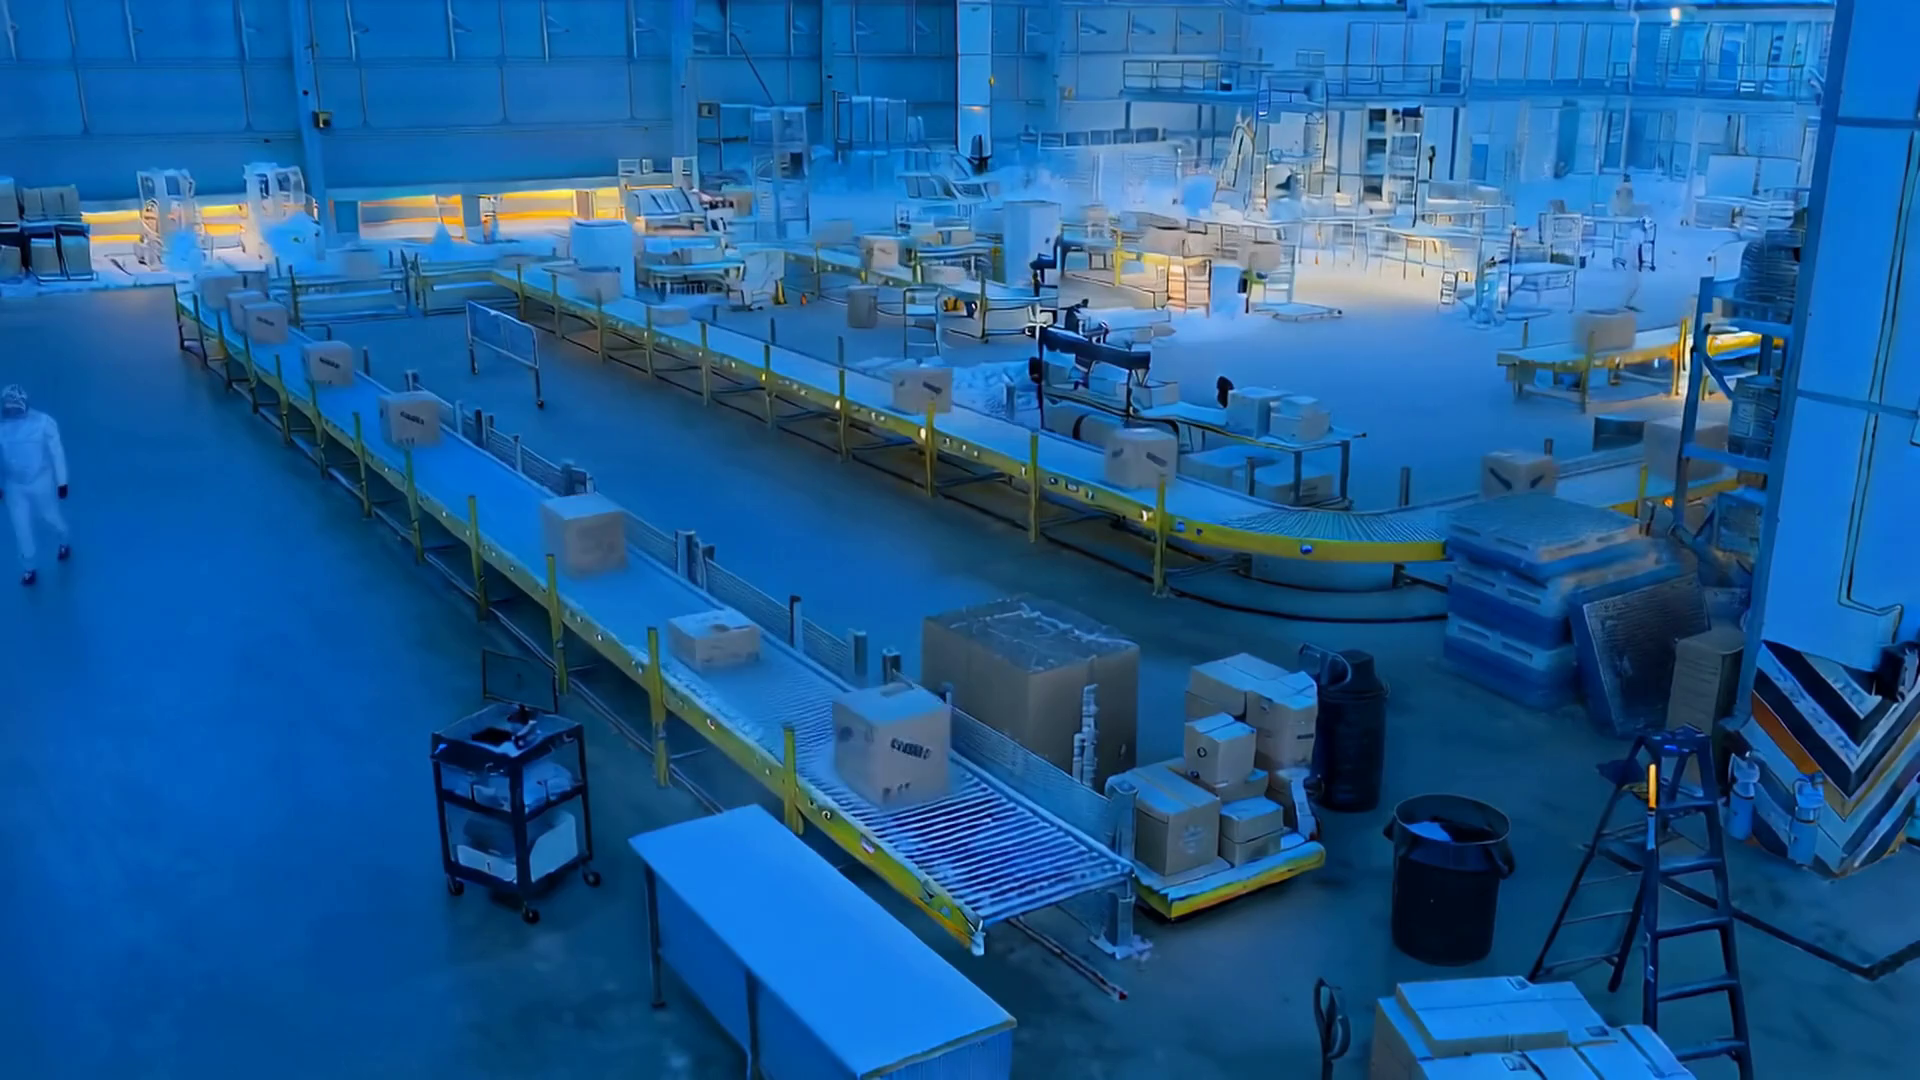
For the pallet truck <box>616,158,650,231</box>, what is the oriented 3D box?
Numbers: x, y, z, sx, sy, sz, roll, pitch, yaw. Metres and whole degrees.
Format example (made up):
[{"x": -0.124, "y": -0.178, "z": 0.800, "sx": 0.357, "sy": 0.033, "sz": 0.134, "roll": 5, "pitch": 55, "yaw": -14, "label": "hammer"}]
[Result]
[{"x": -8.918, "y": -9.176, "z": 44.255, "sx": 0.823, "sy": 1.965, "sz": 1.885, "roll": -9, "pitch": 19, "yaw": -27, "label": "pallet truck"}]

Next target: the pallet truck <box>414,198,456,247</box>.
[{"x": -13.250, "y": -8.060, "z": 41.856, "sx": 0.680, "sy": 1.201, "sz": 1.601, "roll": -10, "pitch": 20, "yaw": -31, "label": "pallet truck"}]

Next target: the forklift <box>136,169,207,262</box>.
[{"x": -17.842, "y": -7.318, "z": 37.559, "sx": 1.157, "sy": 1.987, "sz": 2.680, "roll": -10, "pitch": 20, "yaw": -31, "label": "forklift"}]

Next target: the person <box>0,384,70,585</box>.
[{"x": -8.854, "y": -0.582, "z": 15.860, "sx": 0.650, "sy": 1.883, "sz": 0.822, "roll": -4, "pitch": 17, "yaw": -12, "label": "person"}]

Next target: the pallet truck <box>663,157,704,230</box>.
[{"x": -7.586, "y": -9.308, "z": 44.692, "sx": 0.823, "sy": 1.965, "sz": 1.885, "roll": -11, "pitch": 20, "yaw": -33, "label": "pallet truck"}]

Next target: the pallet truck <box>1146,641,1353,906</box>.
[{"x": 1.664, "y": 1.407, "z": 10.232, "sx": 1.630, "sy": 1.274, "sz": 0.653, "roll": -10, "pitch": 20, "yaw": -31, "label": "pallet truck"}]

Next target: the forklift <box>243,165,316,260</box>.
[{"x": -15.898, "y": -7.669, "z": 38.708, "sx": 1.157, "sy": 1.987, "sz": 2.680, "roll": -11, "pitch": 20, "yaw": -33, "label": "forklift"}]

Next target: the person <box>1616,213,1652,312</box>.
[{"x": 12.774, "y": -5.256, "z": 31.481, "sx": 0.429, "sy": 1.846, "sz": 0.560, "roll": -2, "pitch": 17, "yaw": -6, "label": "person"}]

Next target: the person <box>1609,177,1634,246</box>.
[{"x": 16.462, "y": -8.168, "z": 41.382, "sx": 0.522, "sy": 1.718, "sz": 0.954, "roll": 1, "pitch": 17, "yaw": 4, "label": "person"}]

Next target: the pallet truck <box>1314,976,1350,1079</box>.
[{"x": 2.299, "y": 2.390, "z": 7.086, "sx": 1.601, "sy": 1.201, "sz": 0.680, "roll": -2, "pitch": 17, "yaw": -7, "label": "pallet truck"}]

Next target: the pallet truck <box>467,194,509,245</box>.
[{"x": -11.983, "y": -8.177, "z": 42.137, "sx": 0.704, "sy": 1.261, "sz": 1.522, "roll": -11, "pitch": 20, "yaw": -33, "label": "pallet truck"}]

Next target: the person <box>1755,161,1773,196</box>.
[{"x": 21.590, "y": -9.207, "z": 44.610, "sx": 0.589, "sy": 1.861, "sz": 0.876, "roll": -8, "pitch": 19, "yaw": -25, "label": "person"}]

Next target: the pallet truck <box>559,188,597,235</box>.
[{"x": -10.010, "y": -8.652, "z": 43.699, "sx": 0.653, "sy": 1.274, "sz": 1.630, "roll": -10, "pitch": 20, "yaw": -31, "label": "pallet truck"}]
